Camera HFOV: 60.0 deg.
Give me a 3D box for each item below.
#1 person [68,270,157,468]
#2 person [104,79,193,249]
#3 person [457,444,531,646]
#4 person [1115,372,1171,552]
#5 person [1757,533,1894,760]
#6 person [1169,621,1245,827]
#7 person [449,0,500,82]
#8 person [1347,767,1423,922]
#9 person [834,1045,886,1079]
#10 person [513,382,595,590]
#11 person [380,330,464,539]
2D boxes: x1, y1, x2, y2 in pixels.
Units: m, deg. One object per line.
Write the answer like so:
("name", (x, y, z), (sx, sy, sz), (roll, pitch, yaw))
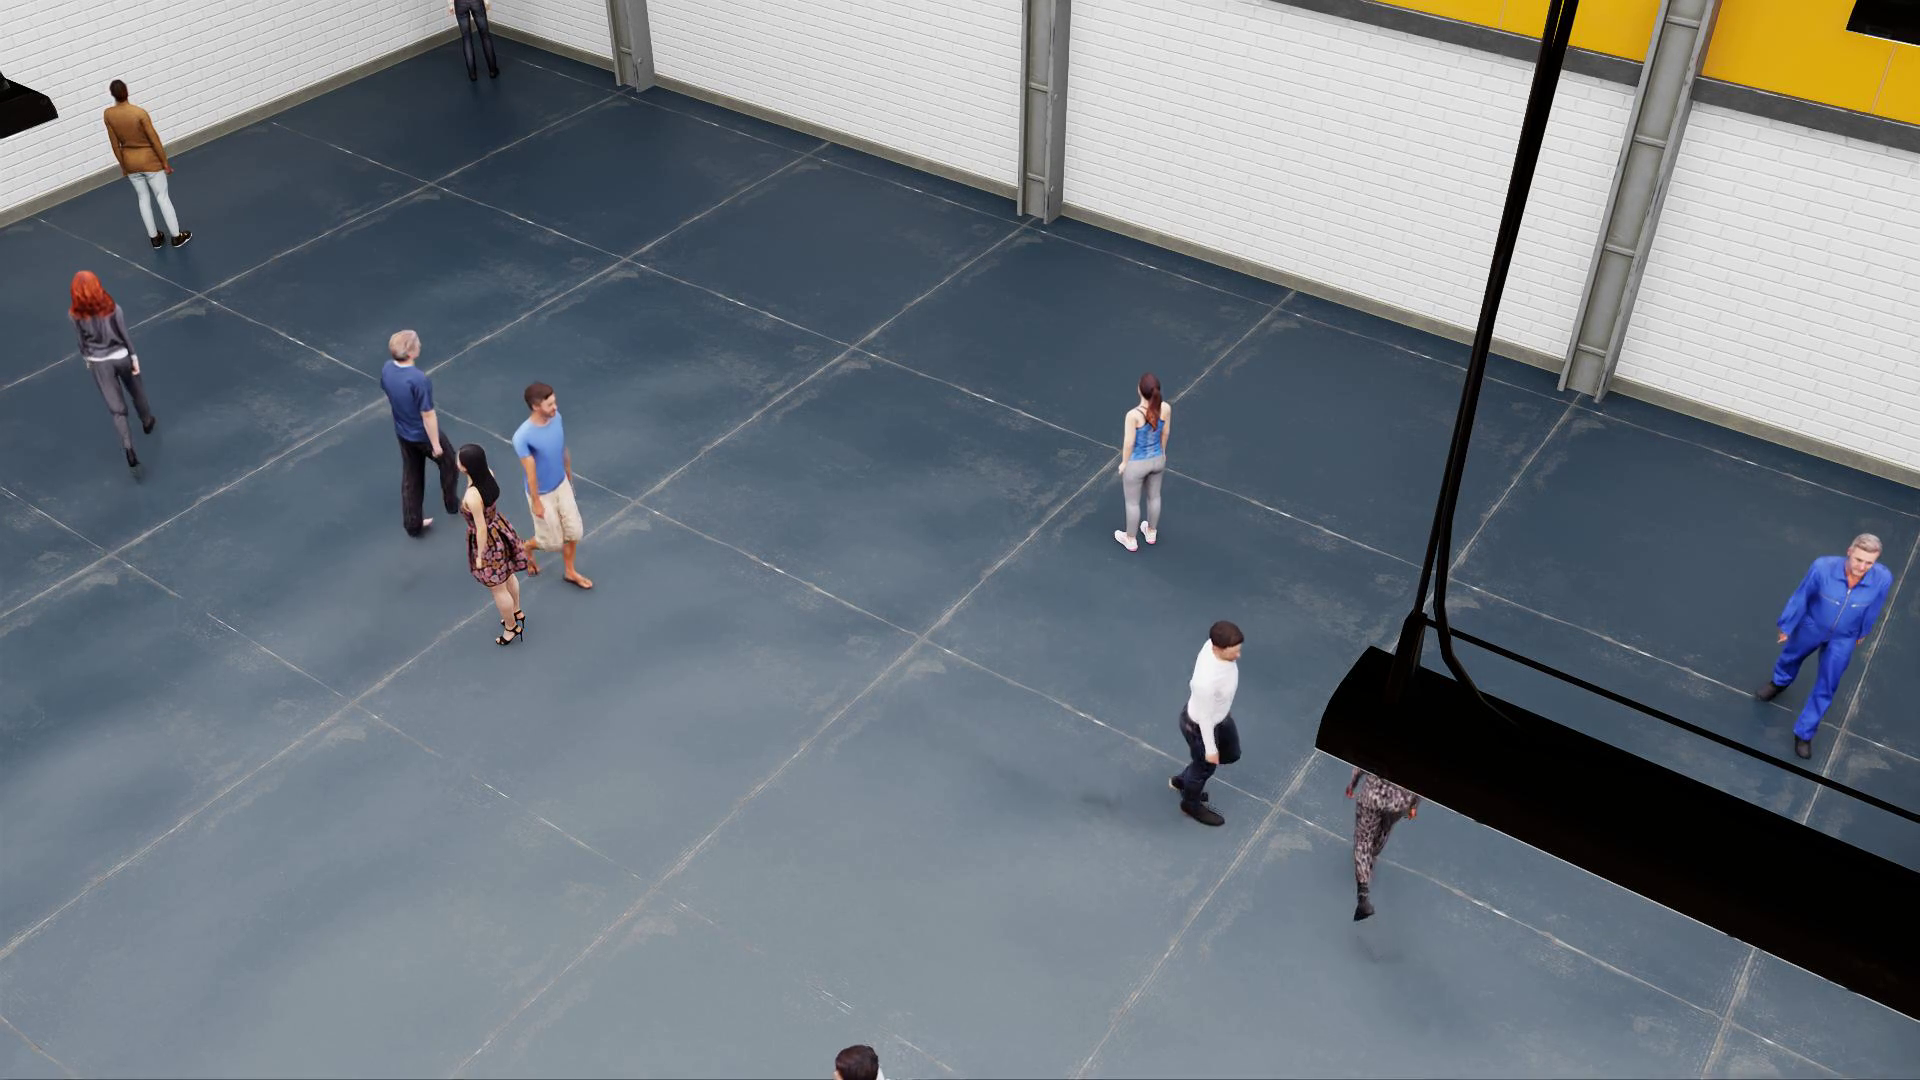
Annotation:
("person", (-7.168, -1.424, 14.053), (0.986, 1.736, 1.206), (-16, 41, -19))
("person", (-8.372, -3.853, 17.030), (0.695, 1.816, 0.783), (-2, 39, -3))
("person", (-3.450, 0.030, 12.202), (0.840, 1.774, 0.798), (1, 39, 1))
("person", (1.454, -0.622, 13.150), (0.651, 1.609, 0.678), (-16, 41, -19))
("person", (5.982, 0.583, 11.506), (1.057, 1.778, 0.950), (16, 41, 19))
("person", (1.508, 1.153, 10.739), (0.735, 1.844, 0.728), (13, 41, 16))
("person", (-6.018, -6.575, 20.395), (0.724, 1.871, 0.761), (-9, 40, -11))
("person", (2.625, 1.646, 10.239), (1.040, 1.698, 0.934), (5, 39, 6))
("person", (-0.428, 3.082, 8.569), (0.980, 1.538, 0.806), (4, 39, 5))
("person", (-3.211, -0.418, 12.705), (0.878, 1.846, 0.673), (21, 43, 24))
("person", (-4.329, -0.785, 13.169), (0.850, 1.841, 0.876), (17, 42, 20))
